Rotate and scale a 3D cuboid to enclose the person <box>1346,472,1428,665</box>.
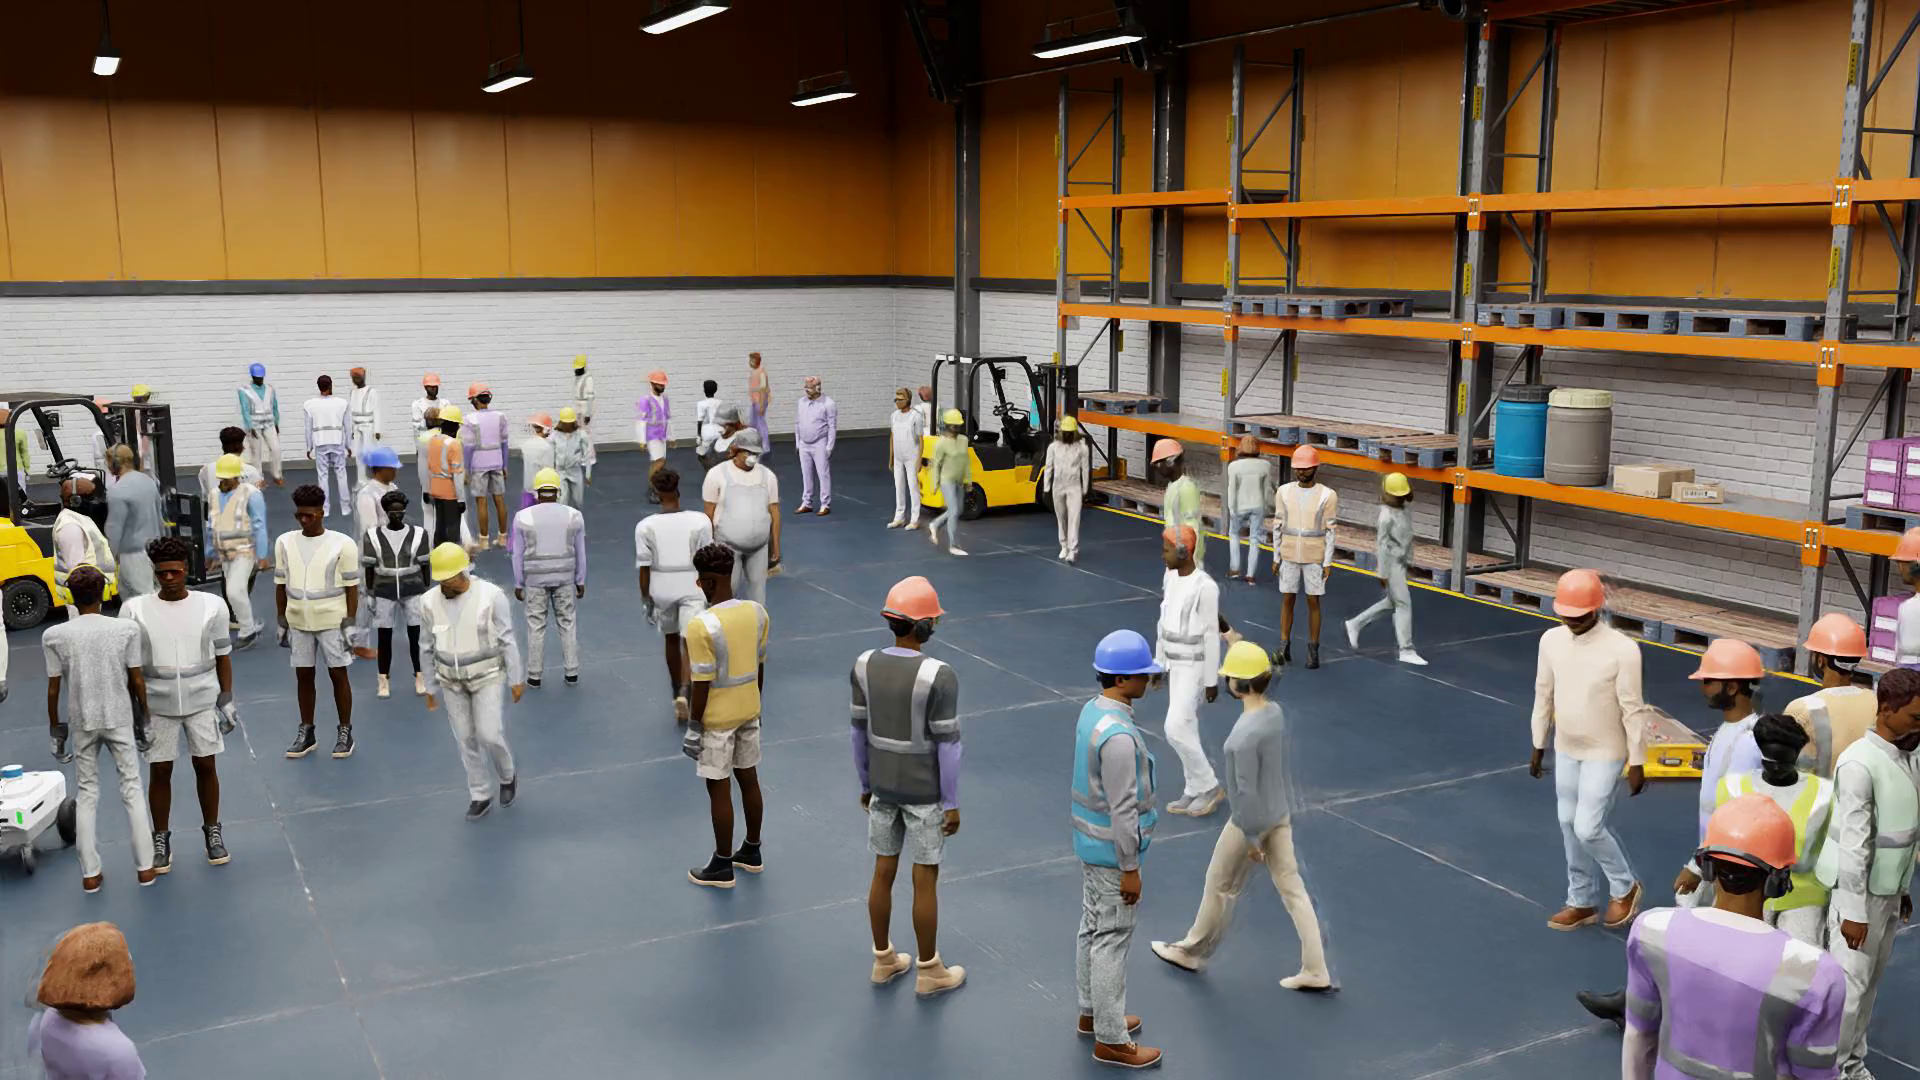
[{"bbox_3d":[3.728,0.231,14.516,0.729,1.698,0.527,7,12,34],"label":"person"}]

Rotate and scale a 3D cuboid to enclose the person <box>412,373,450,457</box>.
[{"bbox_3d":[-7.179,-1.314,22.712,0.545,1.942,0.354,-9,13,-43],"label":"person"}]

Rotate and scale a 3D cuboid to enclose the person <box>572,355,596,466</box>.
[{"bbox_3d":[-6.306,-2.164,27.779,0.458,1.878,0.663,-7,12,-35],"label":"person"}]

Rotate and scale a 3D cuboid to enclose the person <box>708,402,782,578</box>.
[{"bbox_3d":[-2.382,-0.543,17.992,0.937,2.000,0.688,-9,14,-43],"label":"person"}]

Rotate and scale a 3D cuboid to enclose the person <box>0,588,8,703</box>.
[{"bbox_3d":[-6.247,0.863,10.281,0.644,1.907,0.399,-4,11,-22],"label":"person"}]

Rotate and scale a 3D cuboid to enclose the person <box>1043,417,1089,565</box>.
[{"bbox_3d":[1.225,-0.574,19.176,0.502,1.694,0.916,2,10,14],"label":"person"}]

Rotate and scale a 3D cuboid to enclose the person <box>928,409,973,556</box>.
[{"bbox_3d":[-0.149,-0.704,19.761,0.676,1.741,0.520,9,13,41],"label":"person"}]

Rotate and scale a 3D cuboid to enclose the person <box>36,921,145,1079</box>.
[{"bbox_3d":[-2.567,1.927,4.964,0.509,1.618,0.409,7,12,37],"label":"person"}]

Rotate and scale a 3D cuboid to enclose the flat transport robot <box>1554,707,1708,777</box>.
[{"bbox_3d":[4.827,1.397,11.909,0.652,0.197,1.431,0,10,1],"label":"flat transport robot"}]

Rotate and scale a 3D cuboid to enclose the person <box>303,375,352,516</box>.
[{"bbox_3d":[-8.569,-1.278,22.583,0.590,1.914,0.386,-4,11,-23],"label":"person"}]

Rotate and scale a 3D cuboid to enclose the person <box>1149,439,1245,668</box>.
[{"bbox_3d":[2.033,0.127,14.291,0.819,1.990,0.684,-2,10,-9],"label":"person"}]

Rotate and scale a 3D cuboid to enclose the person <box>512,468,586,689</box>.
[{"bbox_3d":[-3.380,0.314,13.707,0.595,1.820,0.403,-5,11,-25],"label":"person"}]

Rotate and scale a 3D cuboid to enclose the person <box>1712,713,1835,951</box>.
[{"bbox_3d":[3.467,1.537,7.076,0.550,1.660,0.523,8,13,38],"label":"person"}]

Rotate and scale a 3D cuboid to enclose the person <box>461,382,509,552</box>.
[{"bbox_3d":[-5.699,-0.878,19.928,0.387,2.038,0.605,9,13,42],"label":"person"}]

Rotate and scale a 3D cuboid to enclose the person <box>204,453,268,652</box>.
[{"bbox_3d":[-6.507,0.119,14.862,0.640,1.799,0.509,5,11,26],"label":"person"}]

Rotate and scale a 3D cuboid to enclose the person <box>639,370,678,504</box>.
[{"bbox_3d":[-4.283,-1.453,23.589,0.477,1.914,0.569,4,11,24],"label":"person"}]

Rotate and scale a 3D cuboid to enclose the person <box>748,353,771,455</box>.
[{"bbox_3d":[-3.567,-2.397,29.379,0.405,1.805,0.703,-5,11,-28],"label":"person"}]

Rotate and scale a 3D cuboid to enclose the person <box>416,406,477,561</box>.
[{"bbox_3d":[-5.957,-0.637,19.194,0.830,1.813,0.629,8,13,39],"label":"person"}]

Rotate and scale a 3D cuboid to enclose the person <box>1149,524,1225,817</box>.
[{"bbox_3d":[1.423,0.826,10.599,0.418,1.867,0.575,-3,10,-17],"label":"person"}]

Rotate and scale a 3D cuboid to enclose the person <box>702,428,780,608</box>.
[{"bbox_3d":[-1.934,-0.012,14.930,0.698,2.000,0.540,-5,11,-28],"label":"person"}]

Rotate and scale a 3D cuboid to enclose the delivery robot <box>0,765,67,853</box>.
[{"bbox_3d":[-5.572,1.572,9.817,0.477,0.478,0.707,-1,10,-8],"label":"delivery robot"}]

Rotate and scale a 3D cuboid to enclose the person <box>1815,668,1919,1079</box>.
[{"bbox_3d":[3.760,1.452,6.874,0.587,1.914,0.390,-10,14,-44],"label":"person"}]

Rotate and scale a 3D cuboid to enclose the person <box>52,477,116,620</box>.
[{"bbox_3d":[-6.814,0.425,12.986,0.429,1.845,0.620,-5,11,-25],"label":"person"}]

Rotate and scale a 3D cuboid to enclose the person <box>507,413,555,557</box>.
[{"bbox_3d":[-4.960,-0.611,19.366,0.705,1.730,0.604,-9,13,-42],"label":"person"}]

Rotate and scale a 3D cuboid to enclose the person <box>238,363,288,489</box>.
[{"bbox_3d":[-10.500,-1.708,25.049,0.691,1.912,0.616,9,13,43],"label":"person"}]

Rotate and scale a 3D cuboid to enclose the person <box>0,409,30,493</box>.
[{"bbox_3d":[-12.000,-0.854,20.964,0.512,1.628,0.292,-9,13,-42],"label":"person"}]

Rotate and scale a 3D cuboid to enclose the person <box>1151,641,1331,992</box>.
[{"bbox_3d":[1.419,1.338,8.091,0.926,1.718,0.522,7,12,35],"label":"person"}]

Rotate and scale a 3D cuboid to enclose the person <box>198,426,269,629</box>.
[{"bbox_3d":[-6.880,-0.109,15.800,0.620,1.942,0.449,2,10,9],"label":"person"}]

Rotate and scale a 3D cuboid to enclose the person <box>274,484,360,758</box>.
[{"bbox_3d":[-4.557,0.572,11.787,0.605,1.966,0.367,0,10,2],"label":"person"}]

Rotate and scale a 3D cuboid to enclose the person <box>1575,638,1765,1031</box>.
[{"bbox_3d":[3.366,1.374,7.407,1.012,1.875,0.549,2,10,10],"label":"person"}]

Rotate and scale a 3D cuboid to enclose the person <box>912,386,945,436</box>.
[{"bbox_3d":[-0.462,-1.449,24.421,0.523,1.620,0.374,-6,12,-33],"label":"person"}]

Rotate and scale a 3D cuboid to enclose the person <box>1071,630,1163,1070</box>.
[{"bbox_3d":[0.686,1.349,7.362,0.391,1.948,0.605,-1,10,-8],"label":"person"}]

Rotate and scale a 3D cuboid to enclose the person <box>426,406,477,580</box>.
[{"bbox_3d":[-5.555,-0.501,18.112,0.589,1.913,0.399,9,13,42],"label":"person"}]

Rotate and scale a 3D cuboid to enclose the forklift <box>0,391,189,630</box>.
[{"bbox_3d":[-9.026,-0.363,16.508,1.214,2.155,2.313,6,11,29],"label":"forklift"}]

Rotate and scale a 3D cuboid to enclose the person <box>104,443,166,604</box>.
[{"bbox_3d":[-7.315,0.105,14.609,0.747,1.908,0.663,0,10,-1],"label":"person"}]

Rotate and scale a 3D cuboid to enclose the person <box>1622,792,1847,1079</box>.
[{"bbox_3d":[2.255,1.737,4.907,0.402,2.036,0.602,-9,13,-42],"label":"person"}]

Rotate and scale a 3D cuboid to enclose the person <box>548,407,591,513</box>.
[{"bbox_3d":[-4.867,-0.830,20.650,0.539,1.693,0.685,-3,10,-17],"label":"person"}]

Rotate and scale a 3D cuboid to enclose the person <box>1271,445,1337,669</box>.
[{"bbox_3d":[2.954,0.143,14.335,0.543,1.938,0.356,4,11,24],"label":"person"}]

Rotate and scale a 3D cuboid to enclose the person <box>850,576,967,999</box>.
[{"bbox_3d":[-0.241,1.183,8.042,0.609,2.044,0.397,7,12,34],"label":"person"}]

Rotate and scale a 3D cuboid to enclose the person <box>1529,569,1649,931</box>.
[{"bbox_3d":[3.257,1.112,8.701,0.494,1.958,0.644,-6,11,-29],"label":"person"}]

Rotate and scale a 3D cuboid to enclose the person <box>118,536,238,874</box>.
[{"bbox_3d":[-4.527,0.942,9.653,0.602,1.967,0.367,-5,11,-27],"label":"person"}]

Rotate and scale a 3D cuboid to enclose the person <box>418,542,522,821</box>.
[{"bbox_3d":[-3.092,0.885,10.455,0.620,1.802,0.454,1,10,6],"label":"person"}]

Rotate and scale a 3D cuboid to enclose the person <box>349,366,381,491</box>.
[{"bbox_3d":[-8.938,-1.681,25.040,0.604,1.872,0.565,6,12,32],"label":"person"}]

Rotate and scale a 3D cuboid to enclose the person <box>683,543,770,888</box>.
[{"bbox_3d":[-1.334,0.986,9.423,0.371,1.959,0.602,6,12,33],"label":"person"}]

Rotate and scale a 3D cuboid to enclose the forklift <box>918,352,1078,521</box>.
[{"bbox_3d":[0.460,-1.461,22.833,2.313,2.155,1.214,-5,11,-28],"label":"forklift"}]

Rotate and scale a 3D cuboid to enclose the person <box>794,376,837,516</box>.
[{"bbox_3d":[-1.990,-1.281,22.643,0.637,1.902,0.406,6,11,30],"label":"person"}]

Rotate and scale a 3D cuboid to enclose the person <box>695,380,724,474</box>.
[{"bbox_3d":[-3.684,-1.535,24.696,0.352,1.684,0.572,10,14,44],"label":"person"}]

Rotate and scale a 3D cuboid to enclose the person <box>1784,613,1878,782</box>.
[{"bbox_3d":[3.994,1.294,7.709,0.543,1.938,0.356,-3,10,-15],"label":"person"}]

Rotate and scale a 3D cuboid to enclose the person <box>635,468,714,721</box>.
[{"bbox_3d":[-2.187,0.412,12.825,0.622,1.931,0.924,0,10,-2],"label":"person"}]

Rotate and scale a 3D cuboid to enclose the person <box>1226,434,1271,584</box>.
[{"bbox_3d":[3.117,-0.344,18.072,0.507,1.616,0.570,-1,10,-5],"label":"person"}]

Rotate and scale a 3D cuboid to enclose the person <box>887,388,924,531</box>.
[{"bbox_3d":[-0.697,-1.041,21.417,0.517,1.843,0.325,7,12,35],"label":"person"}]

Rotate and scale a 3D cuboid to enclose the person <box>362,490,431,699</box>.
[{"bbox_3d":[-4.515,0.434,13.382,0.536,1.693,0.320,-3,10,-19],"label":"person"}]

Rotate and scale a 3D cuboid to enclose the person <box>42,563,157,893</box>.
[{"bbox_3d":[-4.823,1.052,9.345,0.523,1.860,0.318,-4,11,-22],"label":"person"}]
